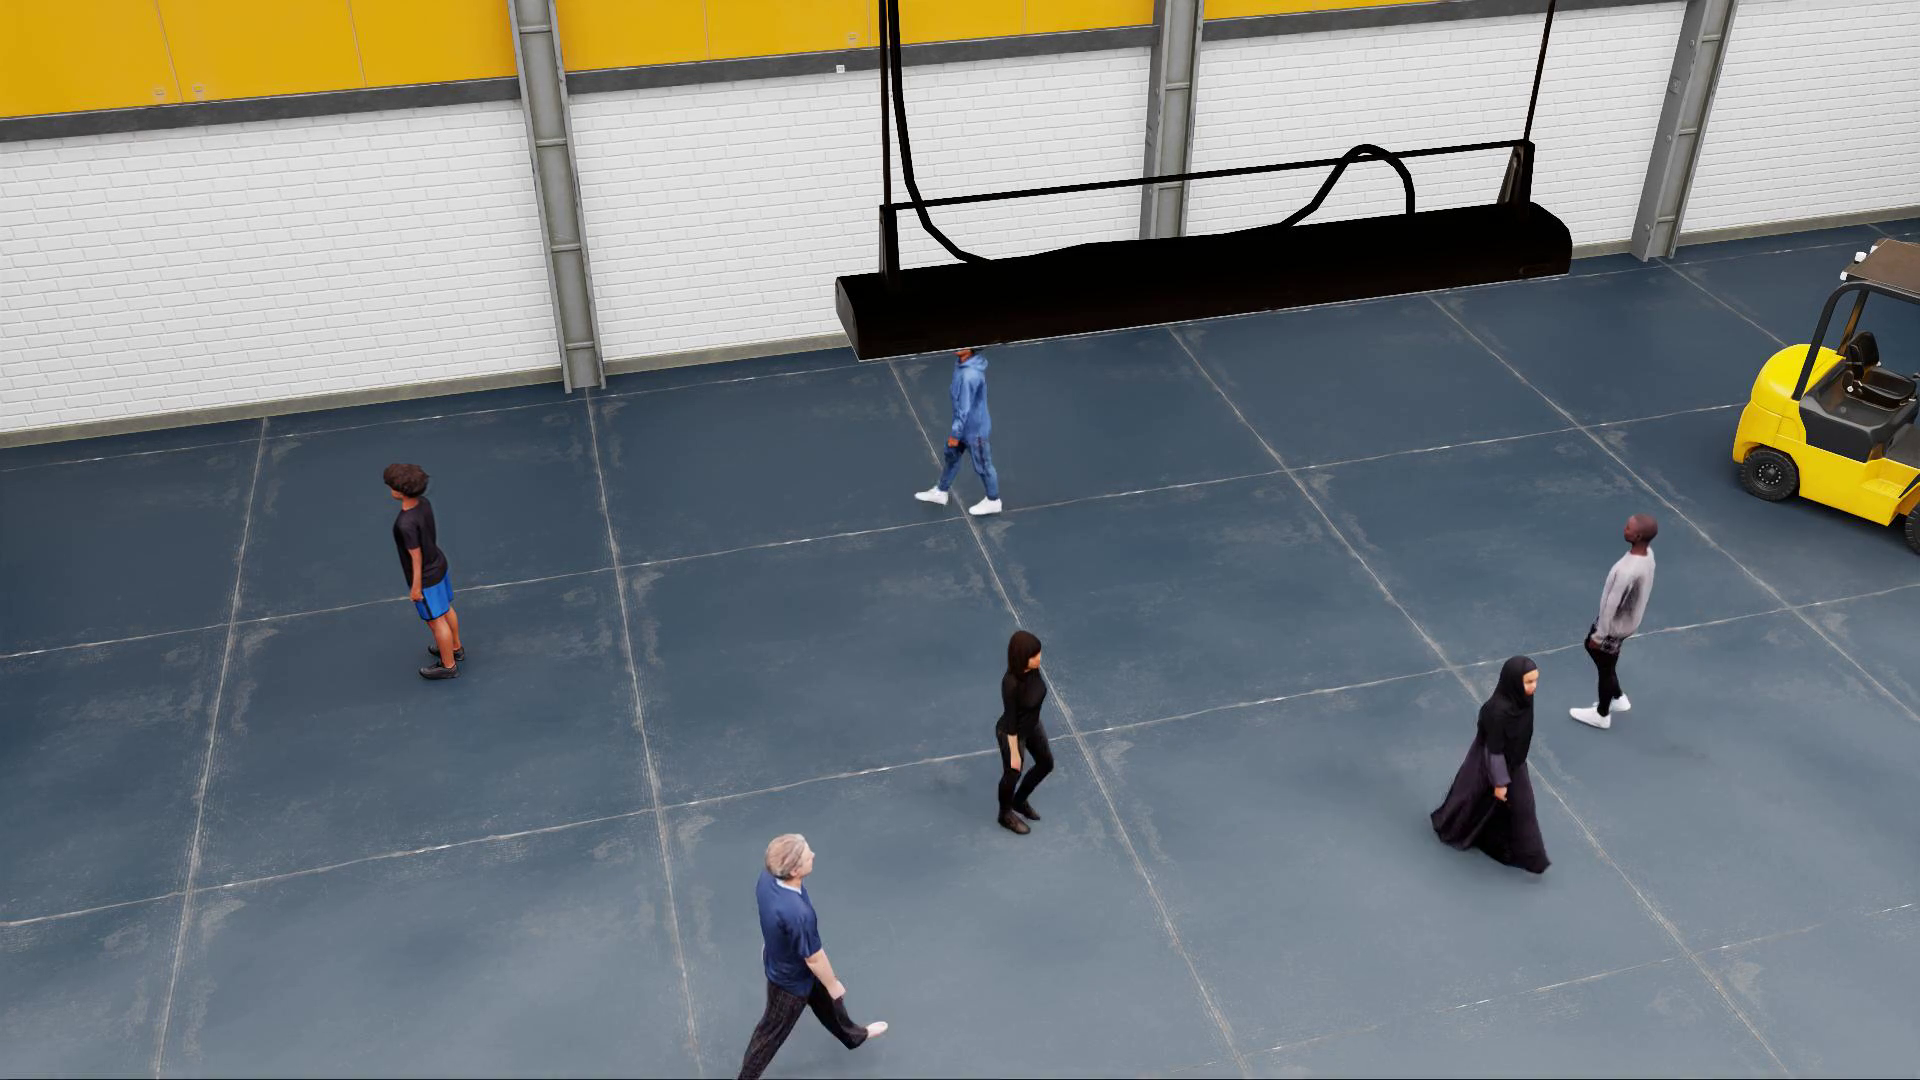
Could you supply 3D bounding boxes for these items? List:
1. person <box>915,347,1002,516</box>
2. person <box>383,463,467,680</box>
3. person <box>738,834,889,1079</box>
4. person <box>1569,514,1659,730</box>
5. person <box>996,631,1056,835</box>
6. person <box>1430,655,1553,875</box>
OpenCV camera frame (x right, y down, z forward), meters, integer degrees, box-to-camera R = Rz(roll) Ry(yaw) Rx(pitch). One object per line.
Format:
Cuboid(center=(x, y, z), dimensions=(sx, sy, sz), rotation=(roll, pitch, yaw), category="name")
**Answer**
Cuboid(center=(0.180, -0.994, 13.970), dimensions=(1.020, 1.780, 0.794), rotation=(-3, 34, -4), category="person")
Cuboid(center=(-3.891, 0.221, 12.128), dimensions=(0.632, 1.796, 0.668), rotation=(0, 34, 0), category="person")
Cuboid(center=(-0.985, 2.357, 8.897), dimensions=(1.173, 1.815, 0.717), rotation=(-11, 35, -15), category="person")
Cuboid(center=(4.664, 0.614, 11.566), dimensions=(0.822, 1.763, 0.762), rotation=(18, 38, 25), category="person")
Cuboid(center=(0.319, 1.222, 10.773), dimensions=(0.762, 1.628, 0.699), rotation=(18, 38, 25), category="person")
Cuboid(center=(3.355, 1.352, 10.593), dimensions=(1.076, 1.610, 0.908), rotation=(-21, 39, -28), category="person")
